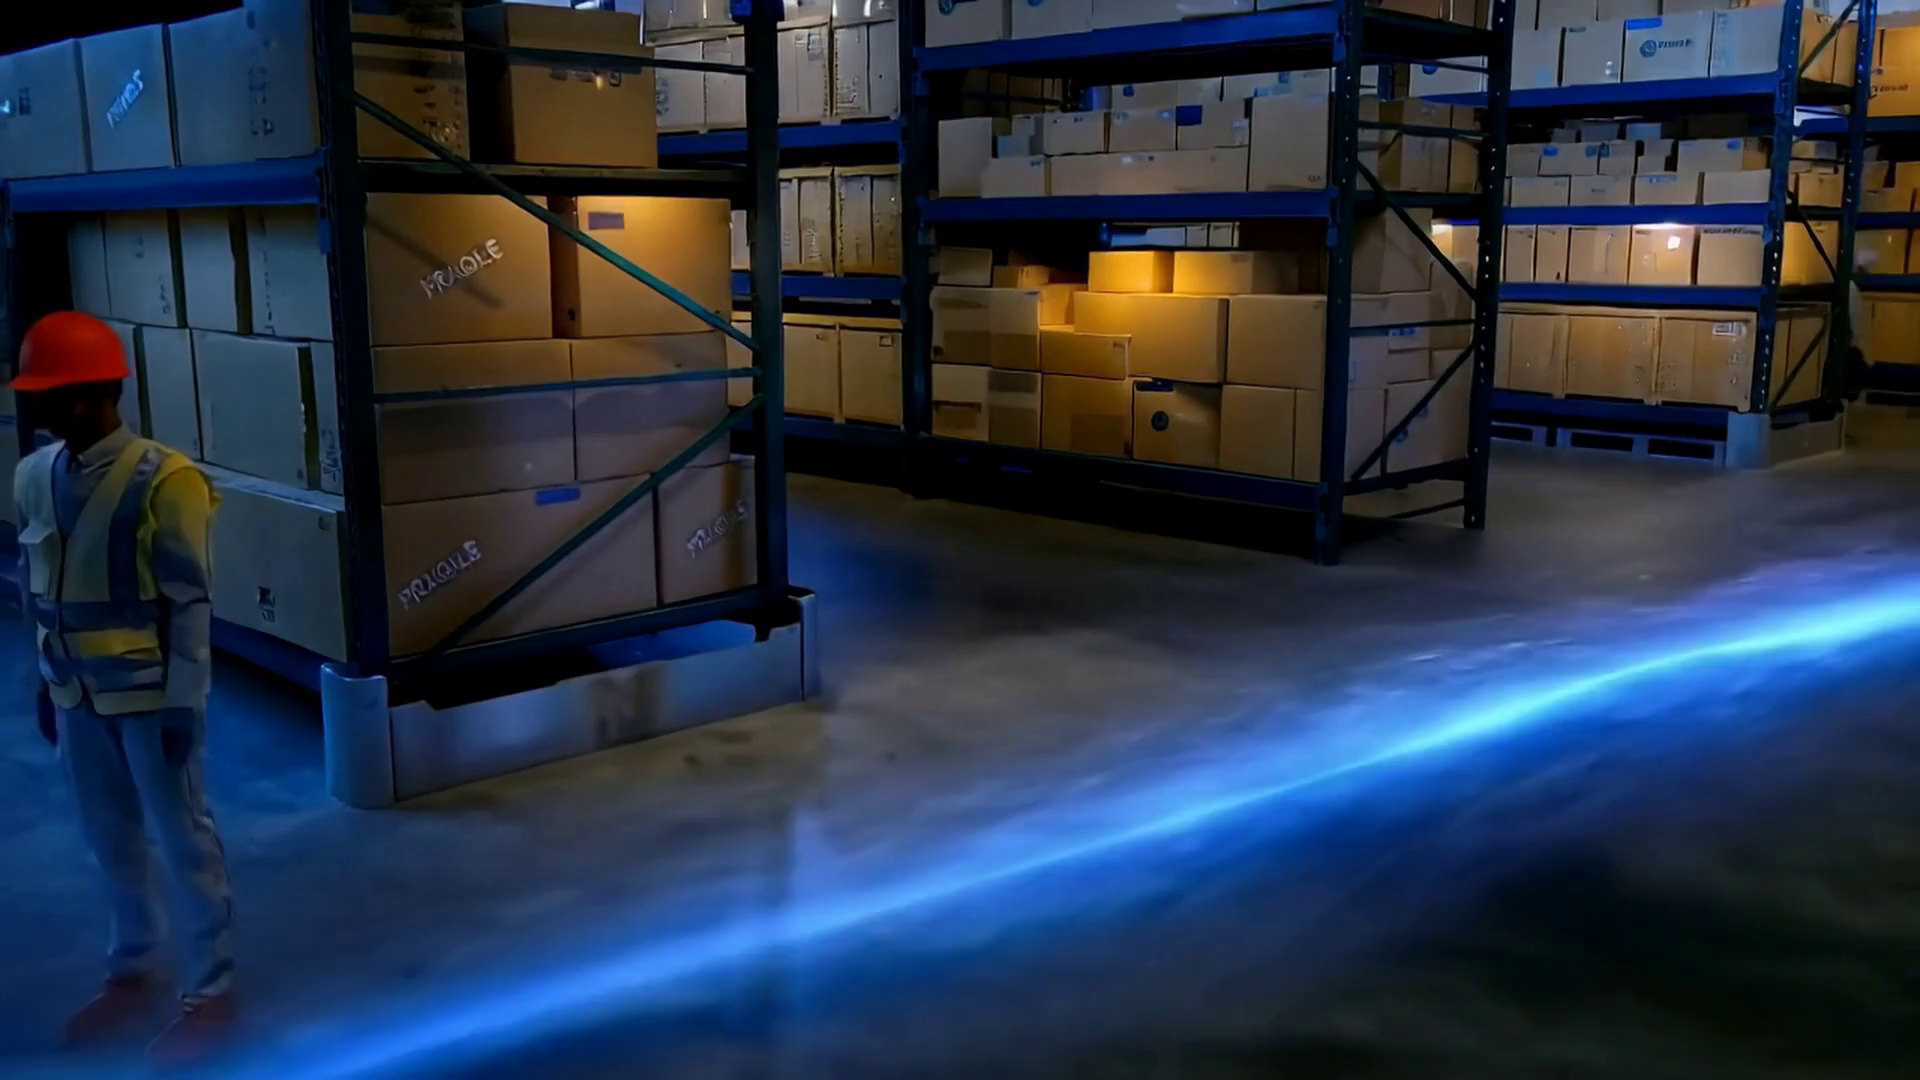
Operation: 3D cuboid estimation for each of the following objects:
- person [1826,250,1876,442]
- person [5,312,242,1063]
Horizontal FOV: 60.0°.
[{"bbox_3d":[9.184,-2.000,17.206,0.438,1.976,0.632,9,14,40],"label":"person"},{"bbox_3d":[-2.193,0.383,4.331,0.612,1.943,0.410,4,11,20],"label":"person"}]
